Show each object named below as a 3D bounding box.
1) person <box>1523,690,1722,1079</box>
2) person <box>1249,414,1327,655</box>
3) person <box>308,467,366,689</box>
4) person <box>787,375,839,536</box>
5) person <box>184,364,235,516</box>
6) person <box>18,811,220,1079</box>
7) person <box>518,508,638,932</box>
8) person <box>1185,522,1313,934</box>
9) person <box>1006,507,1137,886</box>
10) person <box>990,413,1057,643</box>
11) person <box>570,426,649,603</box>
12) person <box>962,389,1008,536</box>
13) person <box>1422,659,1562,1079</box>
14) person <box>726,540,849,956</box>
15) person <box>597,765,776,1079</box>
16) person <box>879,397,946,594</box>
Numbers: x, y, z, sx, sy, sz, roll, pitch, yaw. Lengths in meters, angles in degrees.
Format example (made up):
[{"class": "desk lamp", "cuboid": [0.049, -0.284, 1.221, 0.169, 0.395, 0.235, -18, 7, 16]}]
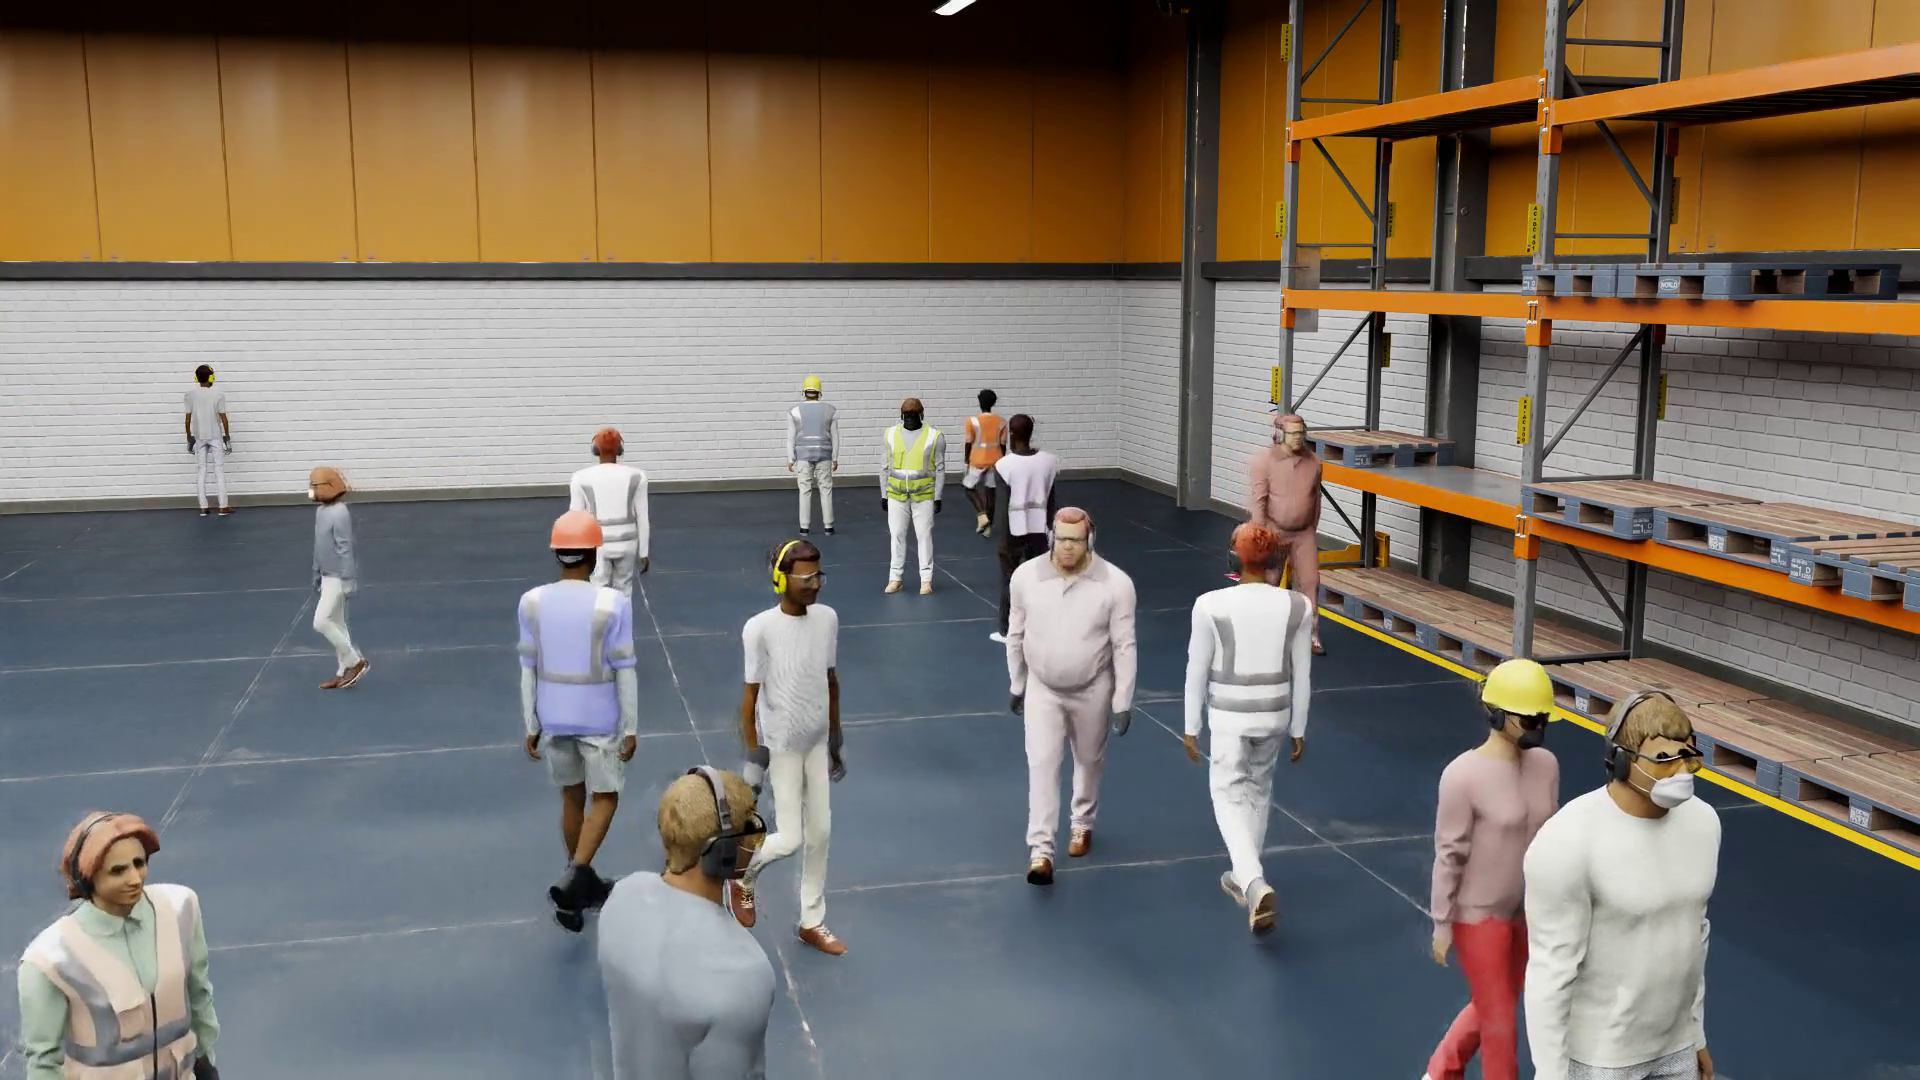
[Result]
[{"class": "person", "cuboid": [1.725, 1.330, 4.335, 0.637, 1.938, 0.355, -5, 10, -28]}, {"class": "person", "cuboid": [2.598, -0.031, 13.030, 0.650, 1.879, 0.812, -2, 9, -11]}, {"class": "person", "cuboid": [-4.500, 0.283, 11.866, 0.353, 1.617, 0.520, -7, 11, -36]}, {"class": "person", "cuboid": [-1.668, -0.954, 18.917, 0.590, 1.835, 0.404, -1, 9, -6]}, {"class": "person", "cuboid": [-9.281, -1.230, 20.545, 0.532, 1.864, 0.312, -1, 9, -6]}, {"class": "person", "cuboid": [-2.222, 1.478, 4.367, 0.464, 1.624, 0.538, 5, 10, 26]}, {"class": "person", "cuboid": [-1.758, 0.825, 7.563, 0.553, 1.922, 0.728, 2, 9, 10]}, {"class": "person", "cuboid": [1.332, 0.851, 7.587, 0.578, 1.862, 0.809, -1, 9, -8]}, {"class": "person", "cuboid": [0.535, 0.755, 8.199, 0.663, 1.844, 1.029, 2, 9, 10]}, {"class": "person", "cuboid": [0.540, -0.059, 13.169, 0.598, 1.895, 0.866, -5, 10, -29]}, {"class": "person", "cuboid": [-2.584, 0.087, 12.338, 0.583, 1.864, 0.712, -3, 10, -17]}, {"class": "person", "cuboid": [0.296, -0.866, 18.801, 0.554, 1.685, 0.384, -4, 10, -24]}, {"class": "person", "cuboid": [1.804, 1.237, 5.546, 0.541, 1.739, 0.740, -5, 11, -31]}, {"class": "person", "cuboid": [-0.752, 0.898, 7.329, 0.548, 1.856, 0.520, 8, 12, 43]}, {"class": "person", "cuboid": [-0.649, 1.439, 3.807, 0.990, 1.905, 0.636, -8, 12, -42]}, {"class": "person", "cuboid": [-0.450, -0.410, 15.514, 0.625, 1.841, 0.429, 2, 9, 9]}]
